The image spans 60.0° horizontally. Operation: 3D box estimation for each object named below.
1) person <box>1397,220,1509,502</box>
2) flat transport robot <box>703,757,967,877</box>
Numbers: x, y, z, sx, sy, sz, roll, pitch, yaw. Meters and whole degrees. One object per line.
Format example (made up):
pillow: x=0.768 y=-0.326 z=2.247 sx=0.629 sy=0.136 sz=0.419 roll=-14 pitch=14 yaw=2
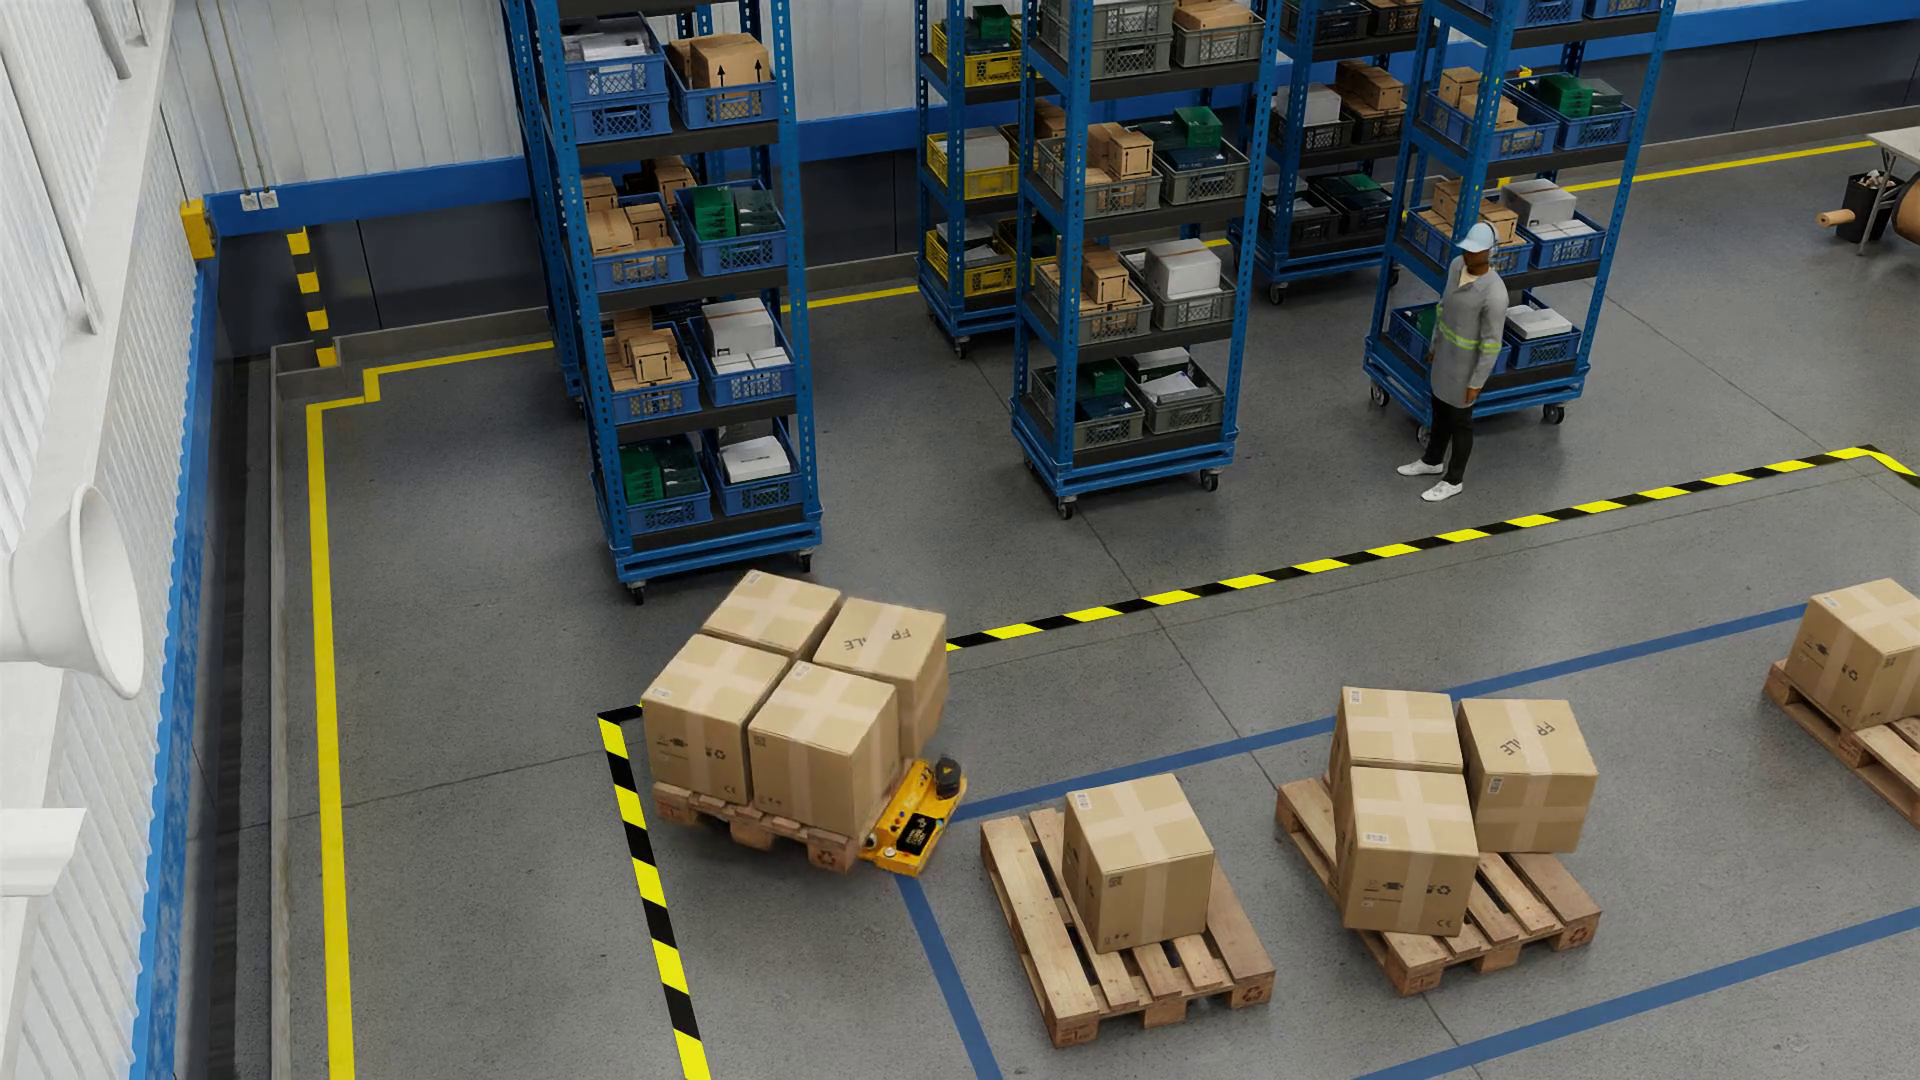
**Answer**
person: x=3.052 y=-1.102 z=10.243 sx=0.365 sy=1.852 sz=0.596 roll=-9 pitch=36 yaw=-12
flat transport robot: x=-0.748 y=1.206 z=8.321 sx=1.431 sy=0.197 sz=0.652 roll=13 pitch=37 yaw=18
